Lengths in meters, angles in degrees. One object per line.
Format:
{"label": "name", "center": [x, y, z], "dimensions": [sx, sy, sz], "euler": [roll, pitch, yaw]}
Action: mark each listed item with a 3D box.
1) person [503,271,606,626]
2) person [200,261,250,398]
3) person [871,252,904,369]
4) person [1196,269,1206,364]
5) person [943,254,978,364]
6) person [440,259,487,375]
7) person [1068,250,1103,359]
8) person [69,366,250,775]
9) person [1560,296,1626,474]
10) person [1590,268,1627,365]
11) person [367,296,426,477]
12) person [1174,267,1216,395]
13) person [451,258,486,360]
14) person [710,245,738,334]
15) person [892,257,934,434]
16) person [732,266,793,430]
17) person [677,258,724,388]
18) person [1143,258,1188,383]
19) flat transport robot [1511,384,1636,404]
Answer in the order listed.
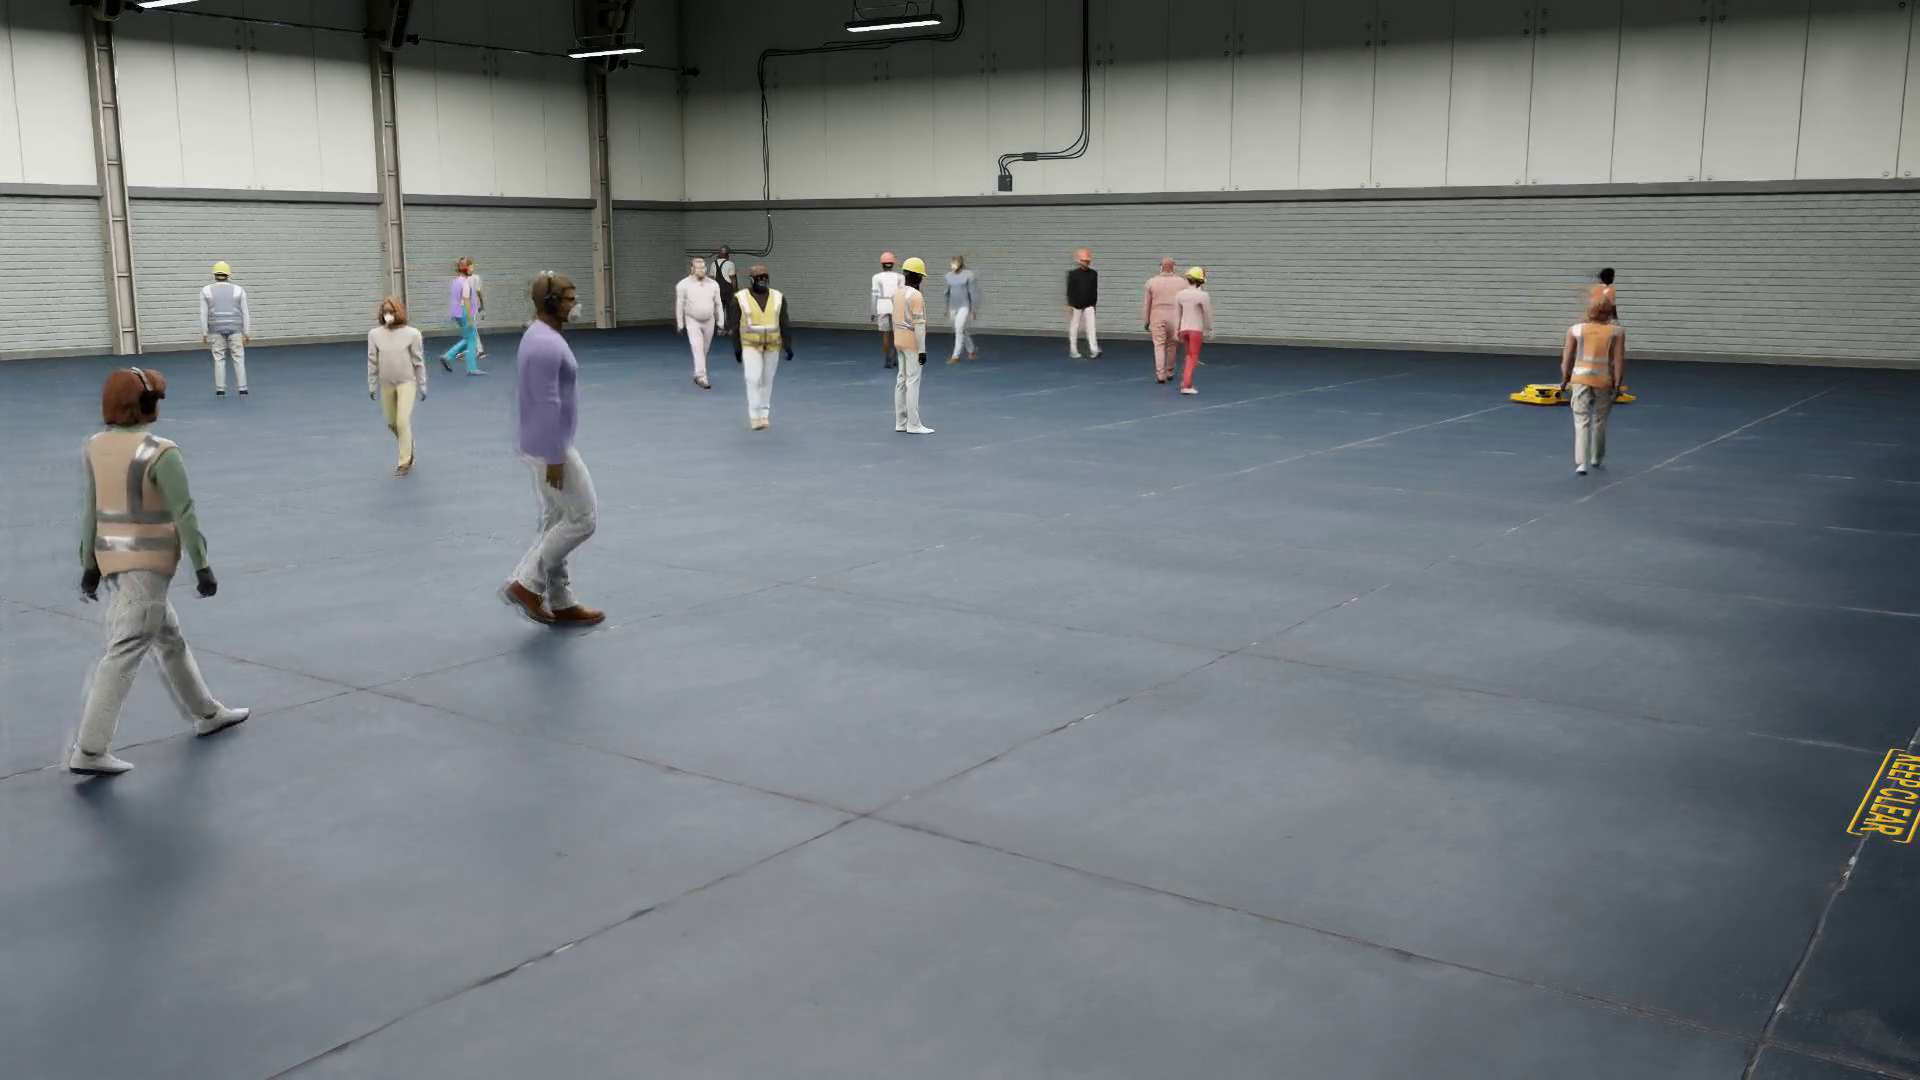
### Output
{"label": "person", "center": [-2.162, -0.468, 8.918], "dimensions": [0.442, 1.929, 0.649], "euler": [-3, 10, -14]}
{"label": "person", "center": [-9.922, -2.840, 22.481], "dimensions": [0.600, 1.829, 0.404], "euler": [-4, 11, -23]}
{"label": "person", "center": [-1.217, -3.824, 27.748], "dimensions": [0.546, 1.913, 0.657], "euler": [-3, 11, -17]}
{"label": "person", "center": [4.101, -3.860, 28.748], "dimensions": [0.267, 1.632, 0.507], "euler": [0, 10, 1]}
{"label": "person", "center": [0.049, -4.035, 29.003], "dimensions": [0.639, 1.910, 0.924], "euler": [8, 13, 36]}
{"label": "person", "center": [-7.799, -3.480, 26.077], "dimensions": [0.599, 1.829, 0.568], "euler": [-5, 11, -28]}
{"label": "person", "center": [2.230, -4.222, 29.894], "dimensions": [0.648, 1.941, 1.005], "euler": [-4, 11, -20]}
{"label": "person", "center": [-3.276, 0.106, 6.665], "dimensions": [0.533, 1.589, 0.900], "euler": [6, 12, 29]}
{"label": "person", "center": [5.753, -1.414, 15.151], "dimensions": [0.528, 1.593, 0.848], "euler": [3, 11, 19]}
{"label": "person", "center": [10.746, -3.661, 27.552], "dimensions": [0.892, 1.648, 0.548], "euler": [-1, 10, -8]}
{"label": "person", "center": [-5.083, -1.406, 15.091], "dimensions": [0.508, 1.611, 0.713], "euler": [1, 10, 3]}
{"label": "person", "center": [3.256, -2.881, 22.950], "dimensions": [0.595, 1.746, 0.530], "euler": [-9, 13, -41]}
{"label": "person", "center": [-8.832, -4.143, 29.832], "dimensions": [0.552, 1.817, 1.000], "euler": [4, 11, 22]}
{"label": "person", "center": [-5.363, -5.753, 38.212], "dimensions": [0.680, 2.000, 0.537], "euler": [6, 12, 30]}
{"label": "person", "center": [-0.529, -2.120, 18.204], "dimensions": [0.373, 1.920, 0.585], "euler": [-6, 12, -30]}
{"label": "person", "center": [-2.180, -2.135, 18.590], "dimensions": [0.636, 1.809, 0.834], "euler": [-4, 11, -22]}
{"label": "person", "center": [-3.781, -3.159, 24.205], "dimensions": [0.659, 1.864, 0.983], "euler": [-5, 11, -28]}
{"label": "person", "center": [3.082, -3.286, 24.920], "dimensions": [0.664, 1.852, 0.986], "euler": [1, 10, 6]}
{"label": "flat transport robot", "center": [8.006, -1.919, 21.694], "dimensions": [1.431, 0.197, 0.652], "euler": [-3, 10, -16]}
